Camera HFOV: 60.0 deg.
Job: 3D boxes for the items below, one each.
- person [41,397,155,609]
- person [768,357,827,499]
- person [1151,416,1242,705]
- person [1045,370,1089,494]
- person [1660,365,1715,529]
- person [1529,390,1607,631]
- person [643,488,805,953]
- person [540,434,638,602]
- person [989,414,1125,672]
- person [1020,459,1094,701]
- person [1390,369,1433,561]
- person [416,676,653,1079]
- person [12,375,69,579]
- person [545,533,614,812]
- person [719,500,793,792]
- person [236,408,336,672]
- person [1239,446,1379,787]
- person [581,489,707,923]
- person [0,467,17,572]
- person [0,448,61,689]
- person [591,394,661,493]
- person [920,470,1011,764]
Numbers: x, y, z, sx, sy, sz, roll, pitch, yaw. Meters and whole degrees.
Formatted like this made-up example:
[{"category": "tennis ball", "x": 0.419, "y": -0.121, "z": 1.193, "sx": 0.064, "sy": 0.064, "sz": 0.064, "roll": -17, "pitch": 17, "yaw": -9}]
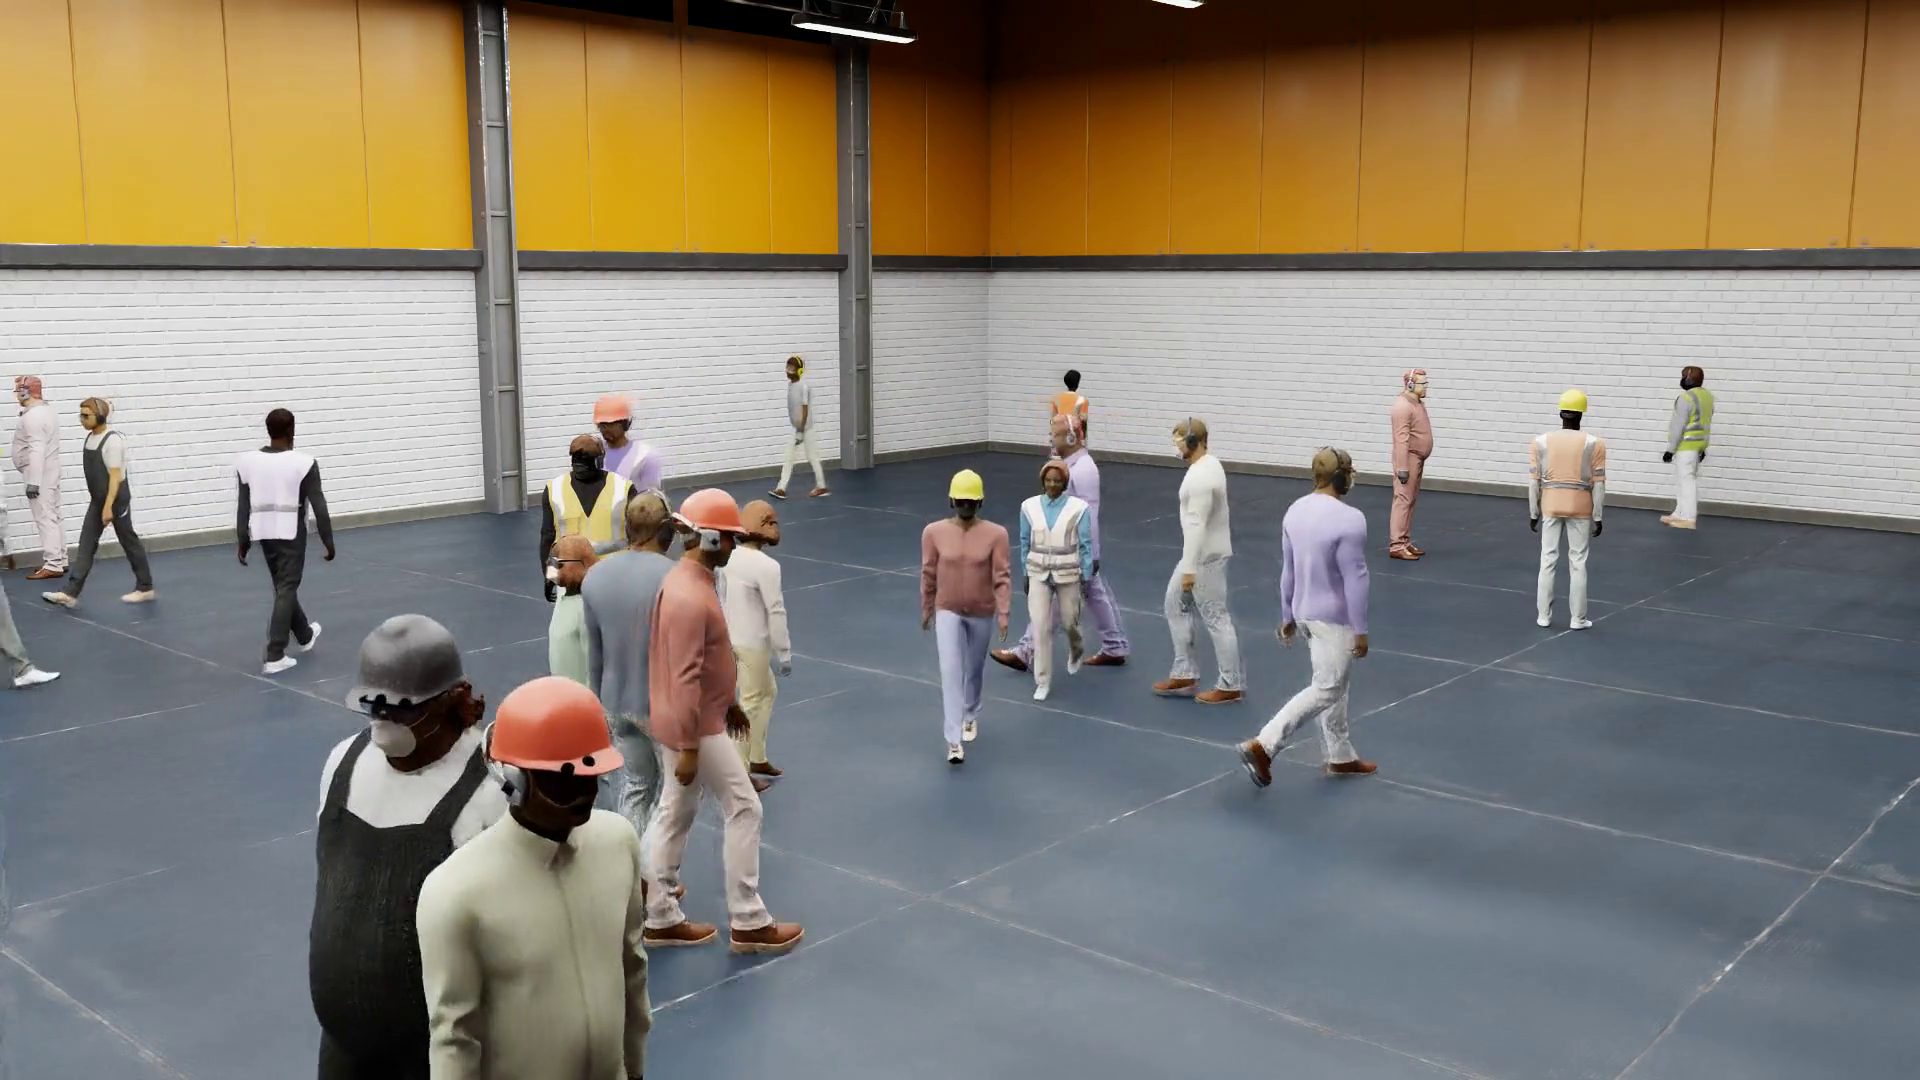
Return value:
[{"category": "person", "x": -7.330, "y": -0.304, "z": 14.121, "sx": 0.538, "sy": 1.794, "sz": 0.947, "roll": 6, "pitch": 11, "yaw": 33}, {"category": "person", "x": -2.052, "y": -1.410, "z": 21.032, "sx": 0.926, "sy": 1.810, "sz": 0.533, "roll": -8, "pitch": 12, "yaw": -39}, {"category": "person", "x": 1.552, "y": 0.141, "z": 11.008, "sx": 0.758, "sy": 1.895, "sz": 0.748, "roll": 2, "pitch": 9, "yaw": 10}, {"category": "person", "x": 1.326, "y": -1.282, "z": 20.673, "sx": 0.537, "sy": 1.670, "sz": 0.784, "roll": 5, "pitch": 10, "yaw": 29}, {"category": "person", "x": 8.166, "y": -1.045, "z": 18.697, "sx": 0.628, "sy": 1.843, "sz": 0.456, "roll": -8, "pitch": 12, "yaw": -42}, {"category": "person", "x": 4.847, "y": -0.236, "z": 13.296, "sx": 0.585, "sy": 1.927, "sz": 0.366, "roll": 5, "pitch": 10, "yaw": 29}, {"category": "person", "x": -0.984, "y": 0.762, "z": 6.961, "sx": 0.807, "sy": 1.953, "sz": 0.605, "roll": -3, "pitch": 9, "yaw": -16}, {"category": "person", "x": -2.342, "y": 0.241, "z": 10.576, "sx": 0.633, "sy": 1.839, "sz": 0.429, "roll": -1, "pitch": 9, "yaw": -8}, {"category": "person", "x": 0.732, "y": 0.027, "z": 11.892, "sx": 1.029, "sy": 1.847, "sz": 0.656, "roll": -1, "pitch": 9, "yaw": -3}, {"category": "person", "x": 0.670, "y": 0.240, "z": 11.310, "sx": 0.515, "sy": 1.613, "sz": 0.709, "roll": 3, "pitch": 9, "yaw": 16}, {"category": "person", "x": 4.522, "y": -0.759, "z": 16.646, "sx": 0.403, "sy": 1.906, "sz": 0.651, "roll": 5, "pitch": 10, "yaw": 26}, {"category": "person", "x": -0.941, "y": 1.262, "z": 3.749, "sx": 0.495, "sy": 1.980, "sz": 0.616, "roll": 7, "pitch": 11, "yaw": 37}, {"category": "person", "x": -8.634, "y": -0.587, "z": 15.572, "sx": 0.400, "sy": 1.905, "sz": 0.645, "roll": -2, "pitch": 9, "yaw": -15}, {"category": "person", "x": -1.807, "y": 0.777, "z": 7.846, "sx": 0.280, "sy": 1.636, "sz": 0.502, "roll": -5, "pitch": 11, "yaw": -31}, {"category": "person", "x": -1.082, "y": 0.583, "z": 9.106, "sx": 0.545, "sy": 1.611, "sz": 0.532, "roll": -7, "pitch": 12, "yaw": -38}, {"category": "person", "x": -4.903, "y": -0.027, "z": 12.176, "sx": 0.631, "sy": 1.860, "sz": 0.987, "roll": 1, "pitch": 9, "yaw": 7}, {"category": "person", "x": 1.952, "y": 0.433, "z": 9.163, "sx": 0.892, "sy": 1.917, "sz": 0.635, "roll": -3, "pitch": 10, "yaw": -19}, {"category": "person", "x": -1.369, "y": 0.743, "z": 7.182, "sx": 0.638, "sy": 1.922, "sz": 0.551, "roll": 4, "pitch": 10, "yaw": 24}, {"category": "person", "x": -6.994, "y": 0.045, "z": 11.668, "sx": 0.693, "sy": 1.877, "sz": 0.570, "roll": 4, "pitch": 10, "yaw": 25}, {"category": "person", "x": -6.600, "y": 0.125, "z": 11.215, "sx": 0.925, "sy": 1.858, "sz": 0.604, "roll": 1, "pitch": 9, "yaw": 4}, {"category": "person", "x": -2.437, "y": -0.084, "z": 12.146, "sx": 0.638, "sy": 2.007, "sz": 0.902, "roll": 3, "pitch": 9, "yaw": 16}, {"category": "person", "x": 0.032, "y": 0.426, "z": 9.810, "sx": 0.527, "sy": 1.709, "sz": 0.940, "roll": 0, "pitch": 9, "yaw": -1}]
